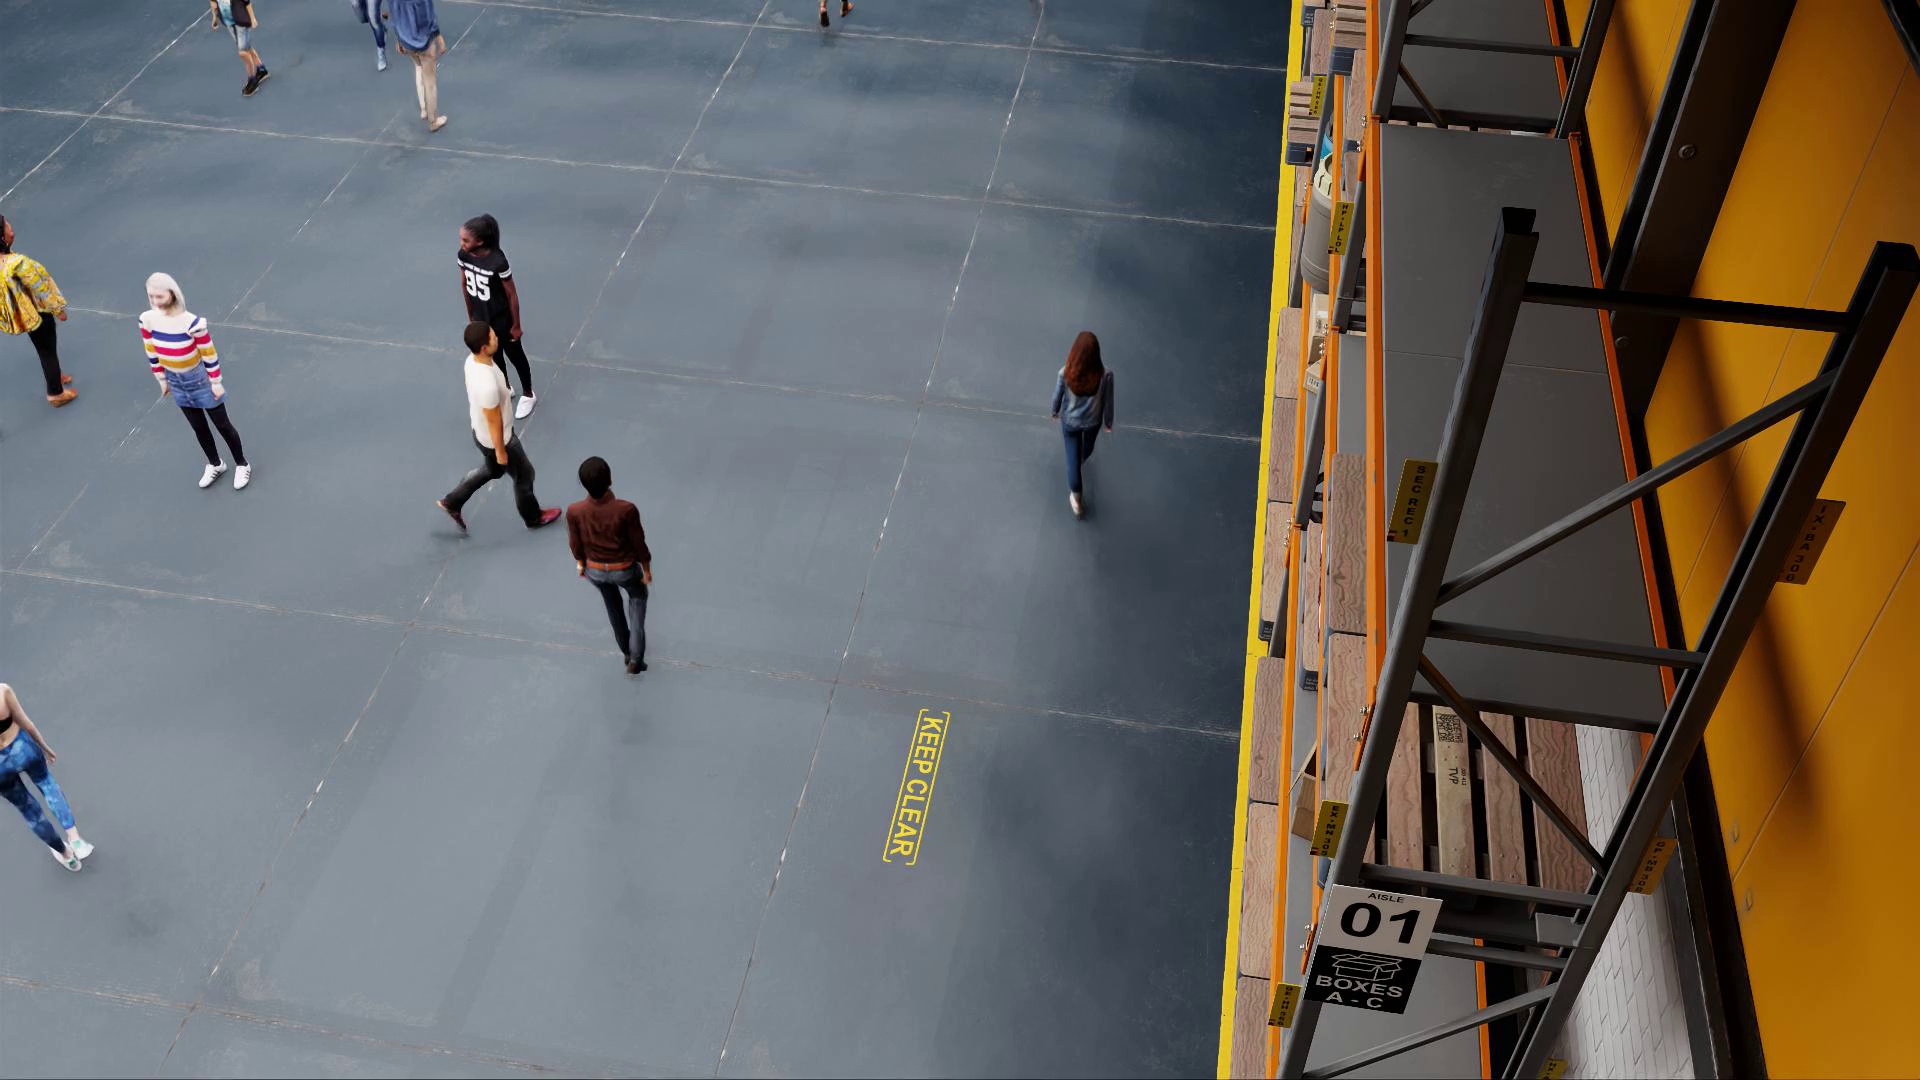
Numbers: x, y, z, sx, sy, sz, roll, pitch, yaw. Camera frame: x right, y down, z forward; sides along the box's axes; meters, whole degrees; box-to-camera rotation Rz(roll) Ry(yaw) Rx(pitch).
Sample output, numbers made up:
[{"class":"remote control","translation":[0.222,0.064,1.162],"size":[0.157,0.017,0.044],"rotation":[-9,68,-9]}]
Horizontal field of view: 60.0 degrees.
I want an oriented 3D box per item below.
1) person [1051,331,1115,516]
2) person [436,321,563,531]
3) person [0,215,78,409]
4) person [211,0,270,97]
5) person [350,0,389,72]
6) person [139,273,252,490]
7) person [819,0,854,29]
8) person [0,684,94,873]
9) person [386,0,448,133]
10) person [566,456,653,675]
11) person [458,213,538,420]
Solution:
[{"class":"person","translation":[0.869,-0.802,11.858],"size":[0.705,1.447,0.996],"rotation":[0,44,0]},{"class":"person","translation":[-3.334,-0.718,11.543],"size":[1.098,1.770,1.126],"rotation":[-15,46,-15]},{"class":"person","translation":[-7.141,-1.688,12.646],"size":[0.817,1.642,0.854],"rotation":[20,47,20]},{"class":"person","translation":[-7.132,-5.192,16.480],"size":[0.634,1.428,0.785],"rotation":[17,46,17]},{"class":"person","translation":[-5.994,-5.588,16.770],"size":[0.707,1.601,0.927],"rotation":[1,44,1]},{"class":"person","translation":[-5.505,-1.140,11.952],"size":[0.670,1.807,0.545],"rotation":[3,44,4]},{"class":"person","translation":[-1.309,-6.210,17.273],"size":[0.628,1.809,1.015],"rotation":[9,44,9]},{"class":"person","translation":[-5.293,1.327,9.392],"size":[0.805,1.775,0.757],"rotation":[32,52,29]},{"class":"person","translation":[-5.165,-4.645,15.727],"size":[0.635,1.685,0.622],"rotation":[10,45,11]},{"class":"person","translation":[-2.208,0.242,10.528],"size":[0.747,1.770,0.829],"rotation":[-2,44,-2]},{"class":"person","translation":[-3.515,-1.692,12.587],"size":[0.663,1.731,0.622],"rotation":[17,46,17]}]
